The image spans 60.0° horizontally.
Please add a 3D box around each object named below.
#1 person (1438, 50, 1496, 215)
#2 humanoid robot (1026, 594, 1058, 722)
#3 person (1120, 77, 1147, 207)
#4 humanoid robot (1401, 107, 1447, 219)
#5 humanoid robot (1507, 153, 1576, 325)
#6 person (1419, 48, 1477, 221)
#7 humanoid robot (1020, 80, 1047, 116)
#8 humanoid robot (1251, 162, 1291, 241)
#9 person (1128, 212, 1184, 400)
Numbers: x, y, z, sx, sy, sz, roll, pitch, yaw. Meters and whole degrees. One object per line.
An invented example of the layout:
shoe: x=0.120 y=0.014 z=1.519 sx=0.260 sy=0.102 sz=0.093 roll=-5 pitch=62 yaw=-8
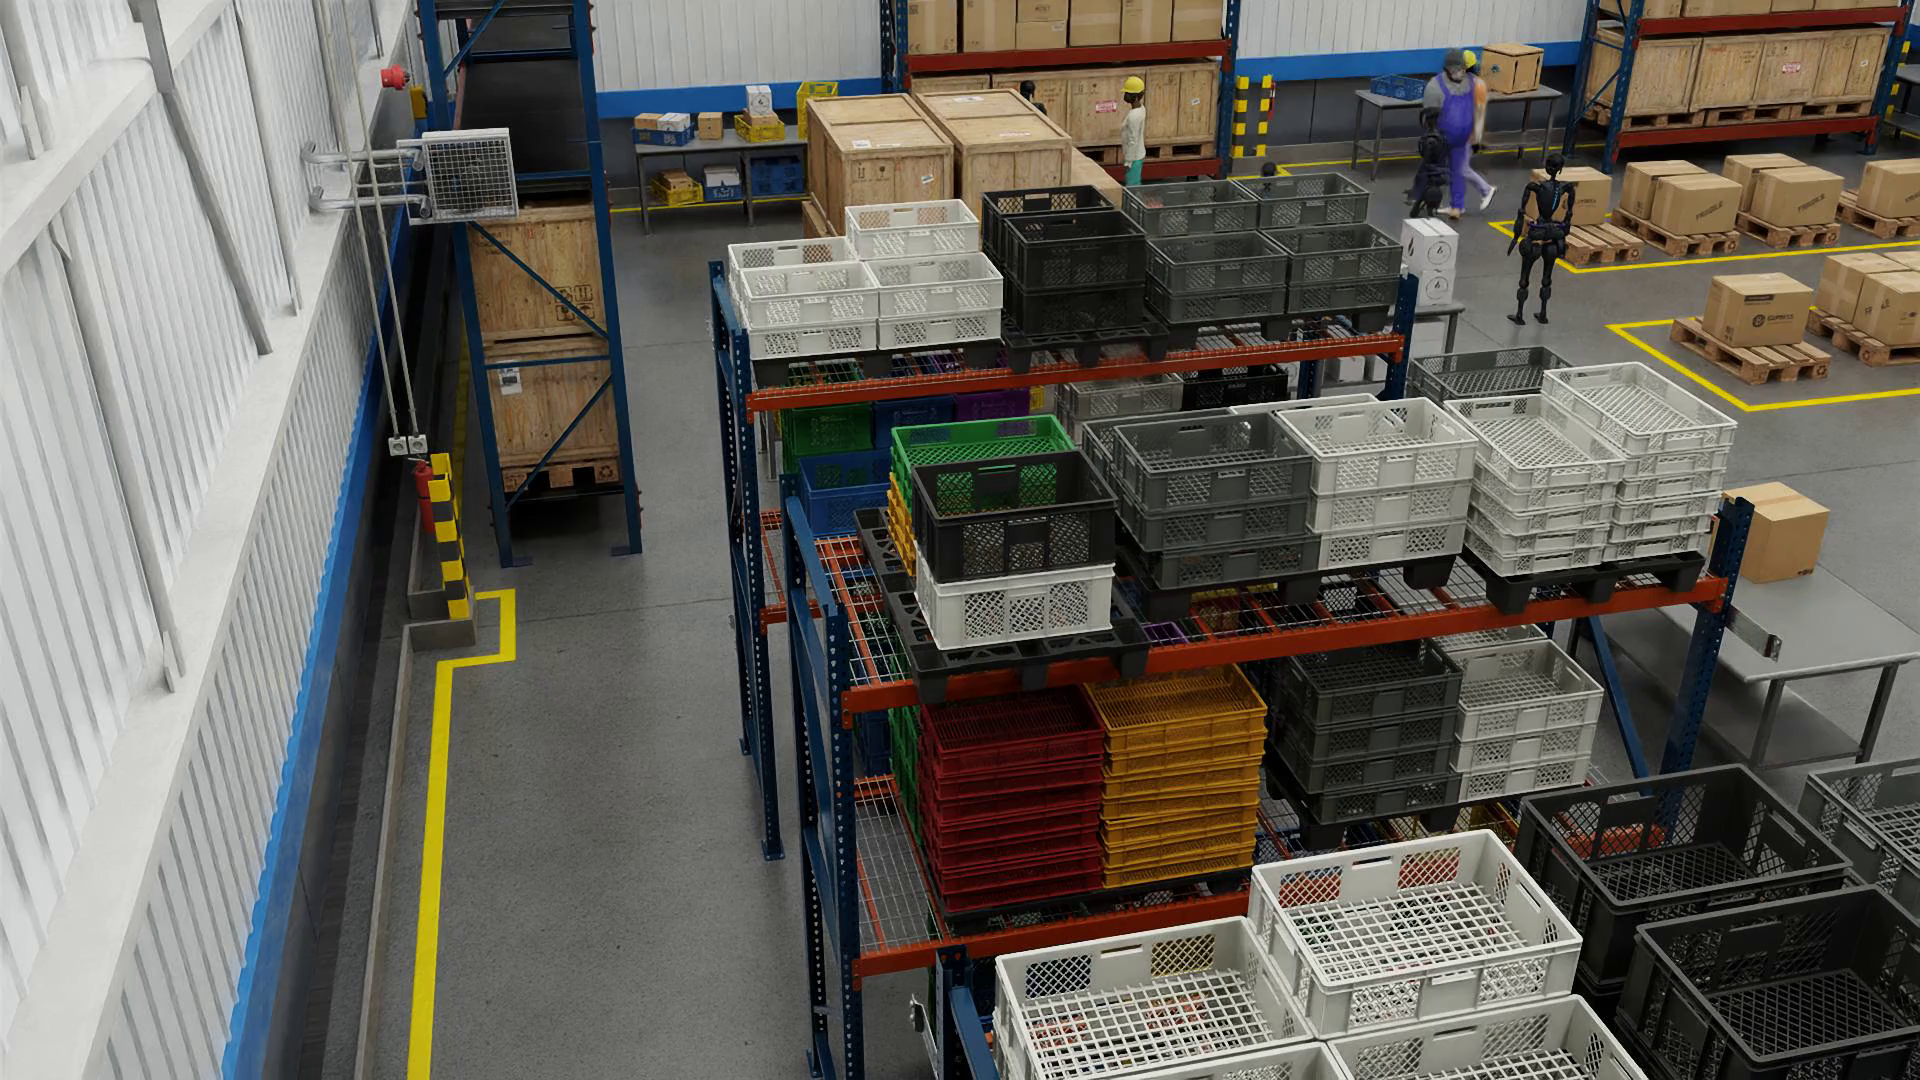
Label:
person: x=5.882 y=-4.678 z=19.181 sx=0.619 sy=1.888 sz=0.640 roll=-3 pitch=28 yaw=-6
humanoid robot: x=0.492 y=0.910 z=8.824 sx=0.627 sy=1.632 sz=0.586 roll=-10 pitch=29 yaw=-17
person: x=1.906 y=-4.261 z=18.523 sx=0.314 sy=1.768 sz=0.524 roll=6 pitch=28 yaw=10
humanoid robot: x=4.991 y=-3.797 z=17.757 sx=0.604 sy=1.631 sz=0.573 roll=4 pitch=28 yaw=8
humanoid robot: x=5.603 y=-2.911 z=16.056 sx=0.566 sy=1.652 sz=0.328 roll=-3 pitch=28 yaw=-6
person: x=5.616 y=-4.711 z=19.086 sx=0.719 sy=2.000 sz=0.858 roll=-4 pitch=28 yaw=-8
humanoid robot: x=0.744 y=-4.351 z=18.776 sx=0.616 sy=1.657 sz=0.309 roll=-19 pitch=33 yaw=-31
humanoid robot: x=2.856 y=-2.777 z=15.795 sx=0.570 sy=1.650 sz=0.350 roll=6 pitch=28 yaw=10
person: x=1.619 y=-1.865 z=13.754 sx=0.642 sy=1.967 sz=0.644 roll=-16 pitch=32 yaw=-27
